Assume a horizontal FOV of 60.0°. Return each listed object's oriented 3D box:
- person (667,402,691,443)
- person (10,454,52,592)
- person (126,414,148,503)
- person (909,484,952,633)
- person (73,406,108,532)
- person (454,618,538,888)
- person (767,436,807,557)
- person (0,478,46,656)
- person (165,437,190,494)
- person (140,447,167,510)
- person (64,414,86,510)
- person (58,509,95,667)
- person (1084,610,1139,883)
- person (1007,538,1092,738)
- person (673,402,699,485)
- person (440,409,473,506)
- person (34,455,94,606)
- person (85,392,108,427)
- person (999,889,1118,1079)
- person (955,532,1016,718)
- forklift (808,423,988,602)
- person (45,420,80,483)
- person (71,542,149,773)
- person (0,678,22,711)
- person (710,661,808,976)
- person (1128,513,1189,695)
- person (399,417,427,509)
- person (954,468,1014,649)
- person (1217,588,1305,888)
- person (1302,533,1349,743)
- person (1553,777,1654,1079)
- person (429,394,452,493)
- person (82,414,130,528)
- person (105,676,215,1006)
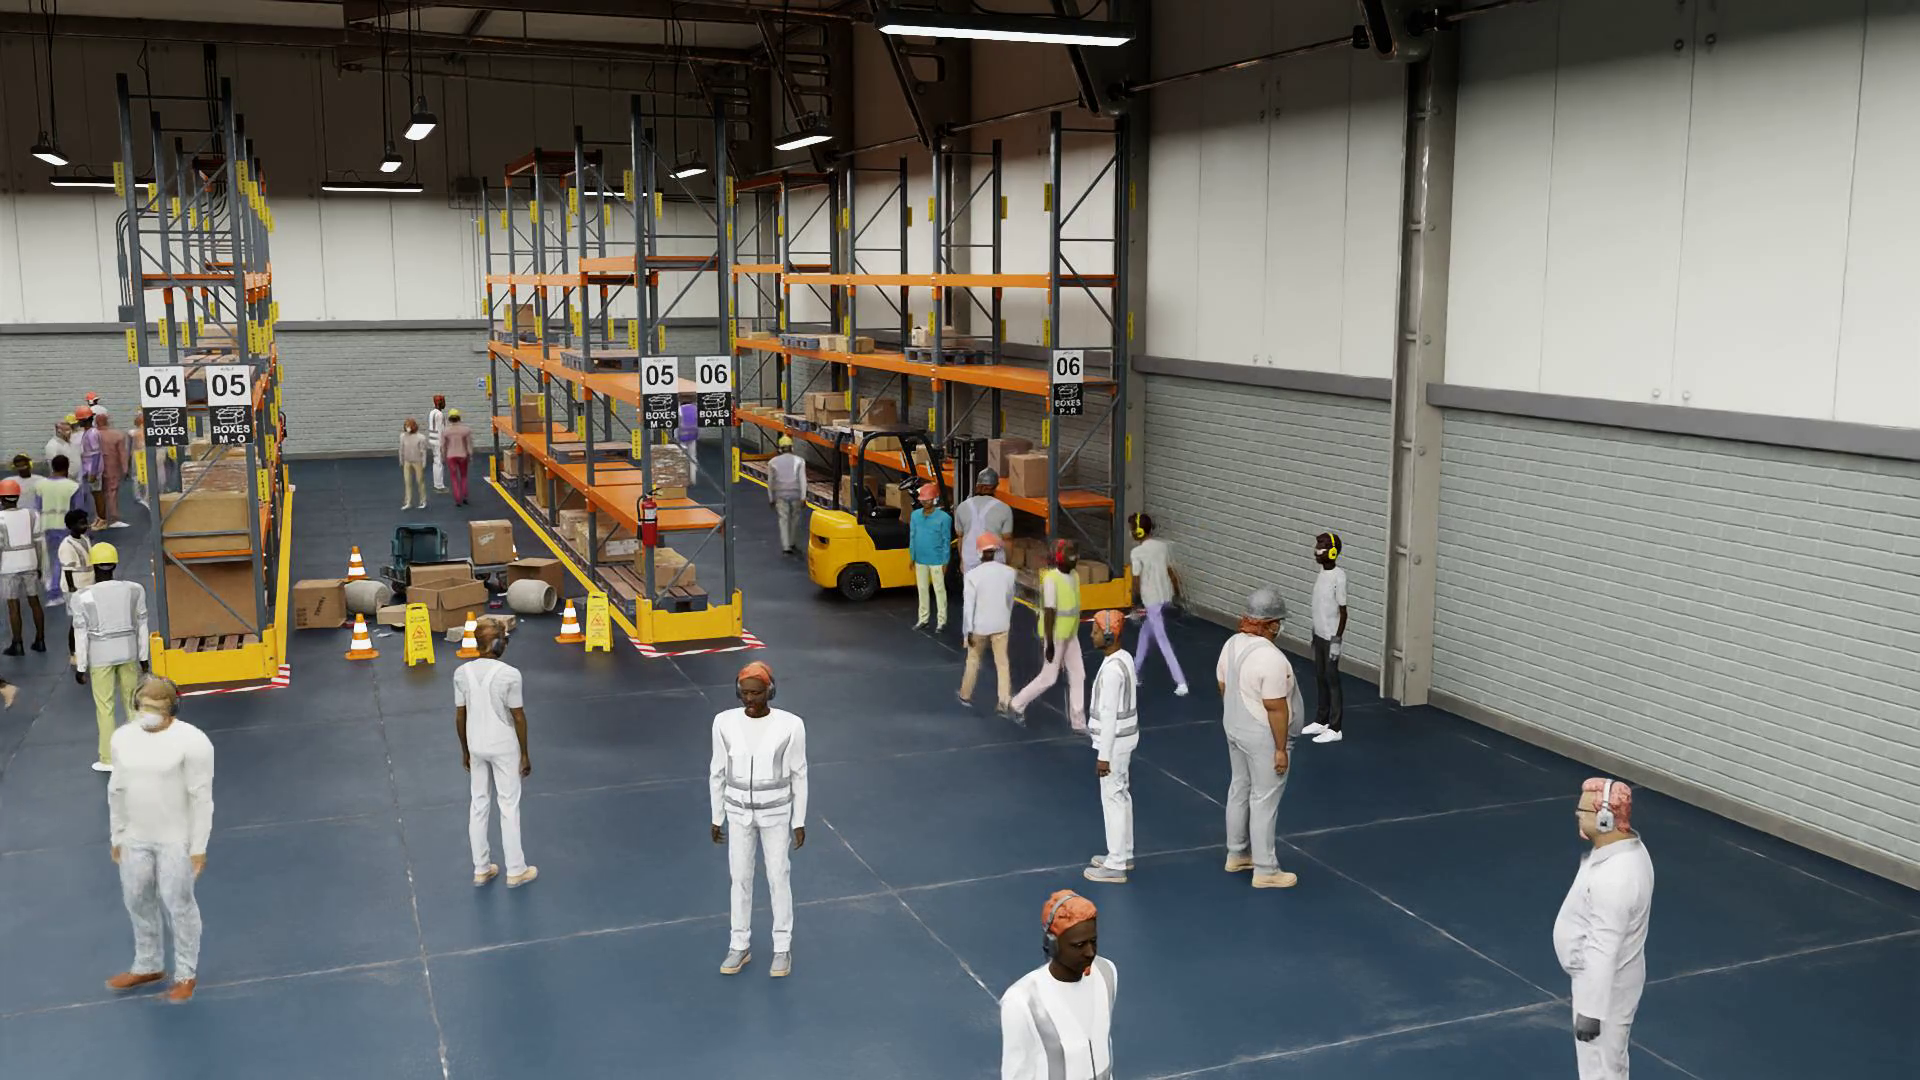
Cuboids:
[{"bbox_3d":[-6.002,-2.438,35.578,0.523,1.865,0.342,-3,9,-17],"label":"person"},{"bbox_3d":[-12.068,-0.206,21.626,0.508,1.819,0.918,-7,11,-36],"label":"person"},{"bbox_3d":[-14.878,-1.477,30.248,0.543,1.627,0.394,-6,11,-35],"label":"person"},{"bbox_3d":[-0.362,0.210,19.260,0.564,1.744,0.354,6,11,32],"label":"person"},{"bbox_3d":[-14.021,-1.139,26.828,0.394,2.037,0.605,-5,10,-30],"label":"person"},{"bbox_3d":[-3.144,1.437,11.236,0.504,1.839,0.344,2,9,13],"label":"person"},{"bbox_3d":[-2.561,-0.644,24.626,0.597,1.747,1.009,0,9,-2],"label":"person"},{"bbox_3d":[-10.281,0.294,18.116,0.370,1.939,0.543,6,11,35],"label":"person"},{"bbox_3d":[-14.798,-1.651,31.408,0.503,1.604,0.721,0,9,2],"label":"person"},{"bbox_3d":[-14.045,-1.438,29.104,0.499,1.909,0.611,-2,9,-14],"label":"person"},{"bbox_3d":[-15.437,-1.347,29.068,0.530,1.749,0.669,-1,9,-4],"label":"person"},{"bbox_3d":[-9.318,0.505,17.589,0.320,1.685,0.539,-1,9,-5],"label":"person"},{"bbox_3d":[1.045,1.398,11.381,0.351,1.878,0.568,2,9,11],"label":"person"},{"bbox_3d":[0.840,0.864,14.944,0.852,1.816,0.575,5,10,31],"label":"person"},{"bbox_3d":[-5.459,-2.007,32.956,0.642,1.822,0.681,-7,11,-37],"label":"person"},{"bbox_3d":[-9.079,-1.493,29.954,0.560,1.735,0.693,-4,10,-23],"label":"person"},{"bbox_3d":[-11.336,-0.144,21.102,0.615,1.860,1.002,1,9,6],"label":"person"},{"bbox_3d":[-17.793,-2.171,34.251,0.349,1.743,0.563,2,9,14],"label":"person"},{"bbox_3d":[0.383,2.213,6.210,0.585,1.882,0.337,-9,13,-44],"label":"person"},{"bbox_3d":[0.251,0.781,15.758,0.577,1.714,0.856,-4,10,-22],"label":"person"},{"bbox_3d":[-0.830,-0.399,21.676,2.313,2.155,1.214,-4,10,-21],"label":"forklift"},{"bbox_3d":[-13.834,-0.903,25.757,0.403,1.904,0.652,0,9,-2],"label":"person"},{"bbox_3d":[-7.075,0.975,13.866,0.367,1.926,0.594,8,12,41],"label":"person"},{"bbox_3d":[-9.206,0.828,15.578,0.688,1.679,0.544,-1,9,-6],"label":"person"},{"bbox_3d":[-1.192,1.639,9.819,0.585,1.883,0.343,1,9,8],"label":"person"},{"bbox_3d":[1.942,0.627,16.493,0.959,1.802,0.564,8,12,43],"label":"person"},{"bbox_3d":[-9.714,-1.363,29.519,0.506,1.634,0.281,1,9,7],"label":"person"},{"bbox_3d":[0.306,0.199,18.397,0.686,2.000,0.535,4,10,25],"label":"person"},{"bbox_3d":[2.080,1.321,11.330,0.538,2.000,0.689,-4,10,-21],"label":"person"},{"bbox_3d":[3.246,0.861,14.759,0.328,1.873,0.519,-2,9,-12],"label":"person"},{"bbox_3d":[2.878,2.003,7.500,0.400,1.901,0.646,5,10,27],"label":"person"},{"bbox_3d":[-9.917,-1.831,31.688,0.359,1.880,0.575,-5,10,-30],"label":"person"},{"bbox_3d":[-14.073,-1.137,27.419,0.686,1.860,0.691,-2,9,-12],"label":"person"},{"bbox_3d":[-4.531,1.695,9.423,0.724,1.917,0.341,2,9,14],"label":"person"}]
